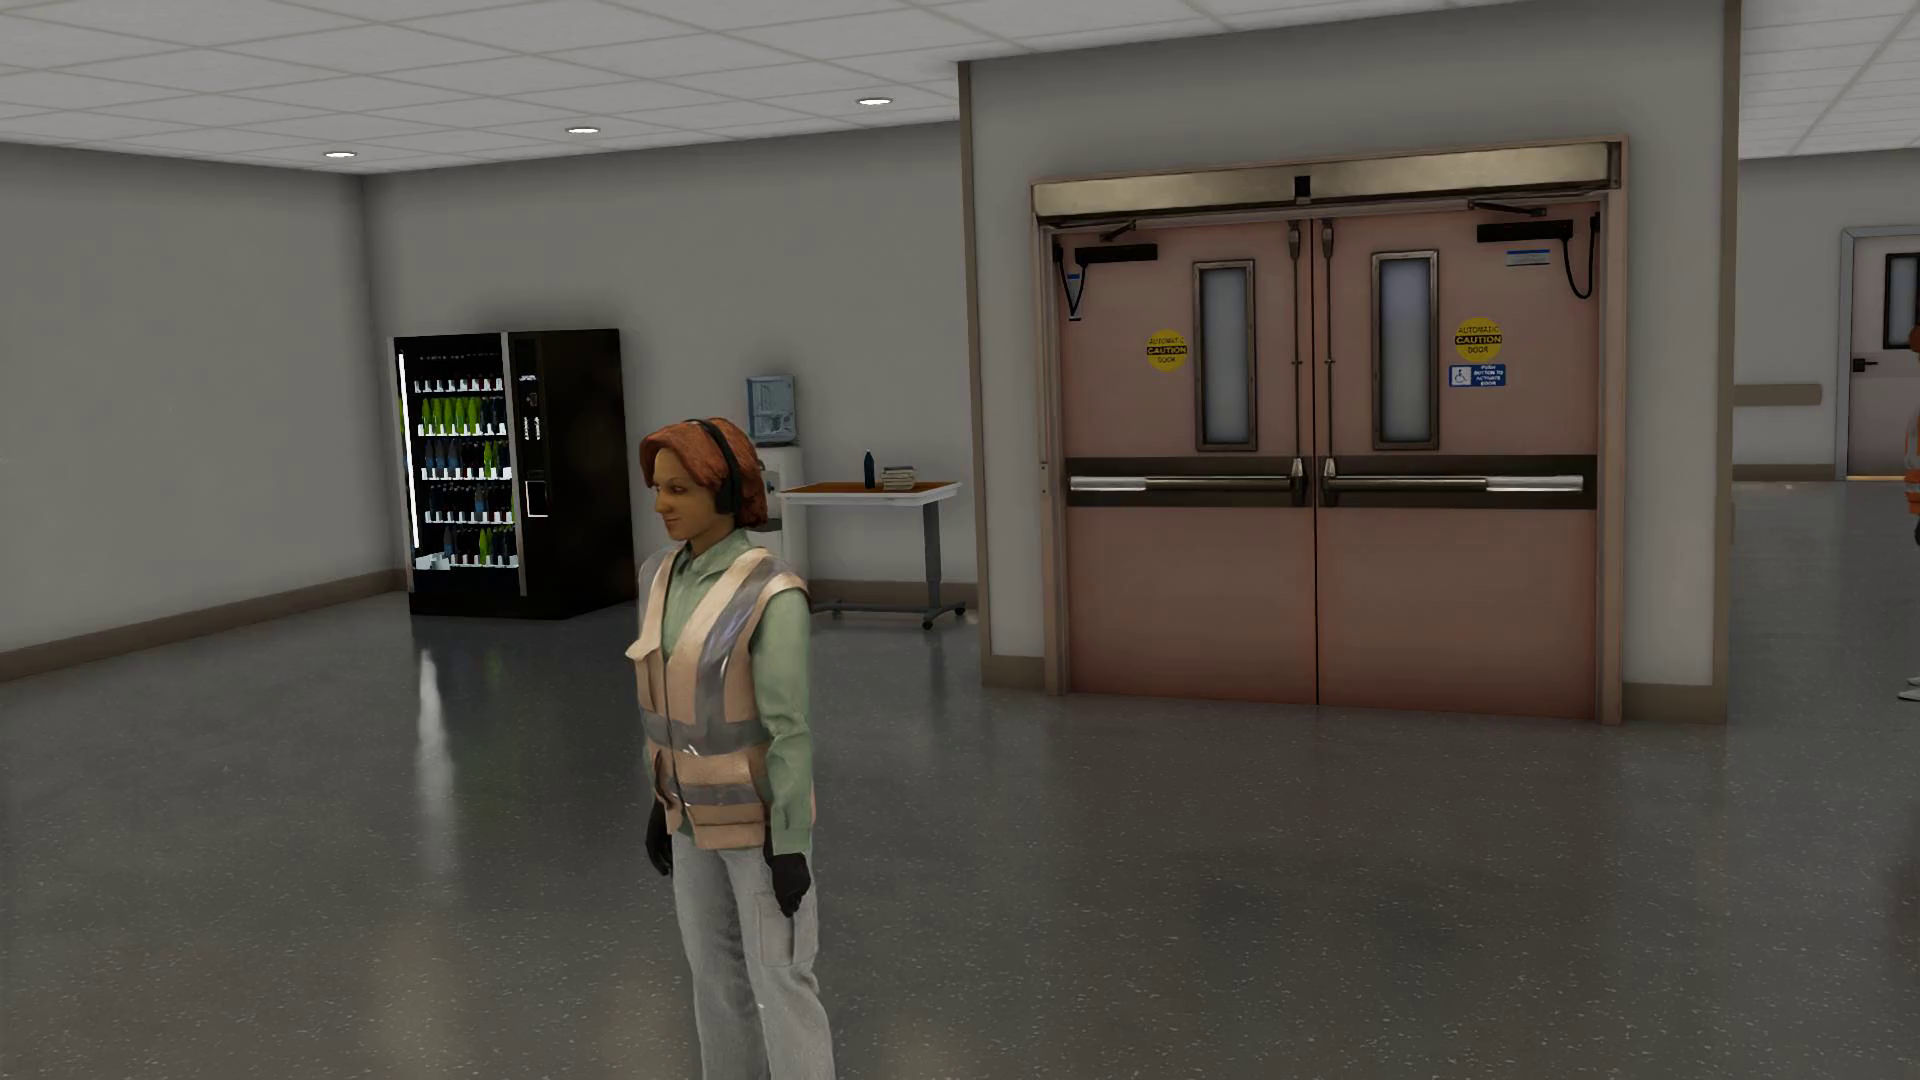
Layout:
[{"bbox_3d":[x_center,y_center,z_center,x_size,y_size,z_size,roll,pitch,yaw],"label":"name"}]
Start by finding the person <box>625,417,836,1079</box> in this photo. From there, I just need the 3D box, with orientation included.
[{"bbox_3d":[-0.449,0.571,3.302,0.315,1.629,0.508,-9,10,-41],"label":"person"}]

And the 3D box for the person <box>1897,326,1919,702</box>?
[{"bbox_3d":[4.217,-0.118,7.132,0.315,1.636,0.514,4,10,40],"label":"person"}]
